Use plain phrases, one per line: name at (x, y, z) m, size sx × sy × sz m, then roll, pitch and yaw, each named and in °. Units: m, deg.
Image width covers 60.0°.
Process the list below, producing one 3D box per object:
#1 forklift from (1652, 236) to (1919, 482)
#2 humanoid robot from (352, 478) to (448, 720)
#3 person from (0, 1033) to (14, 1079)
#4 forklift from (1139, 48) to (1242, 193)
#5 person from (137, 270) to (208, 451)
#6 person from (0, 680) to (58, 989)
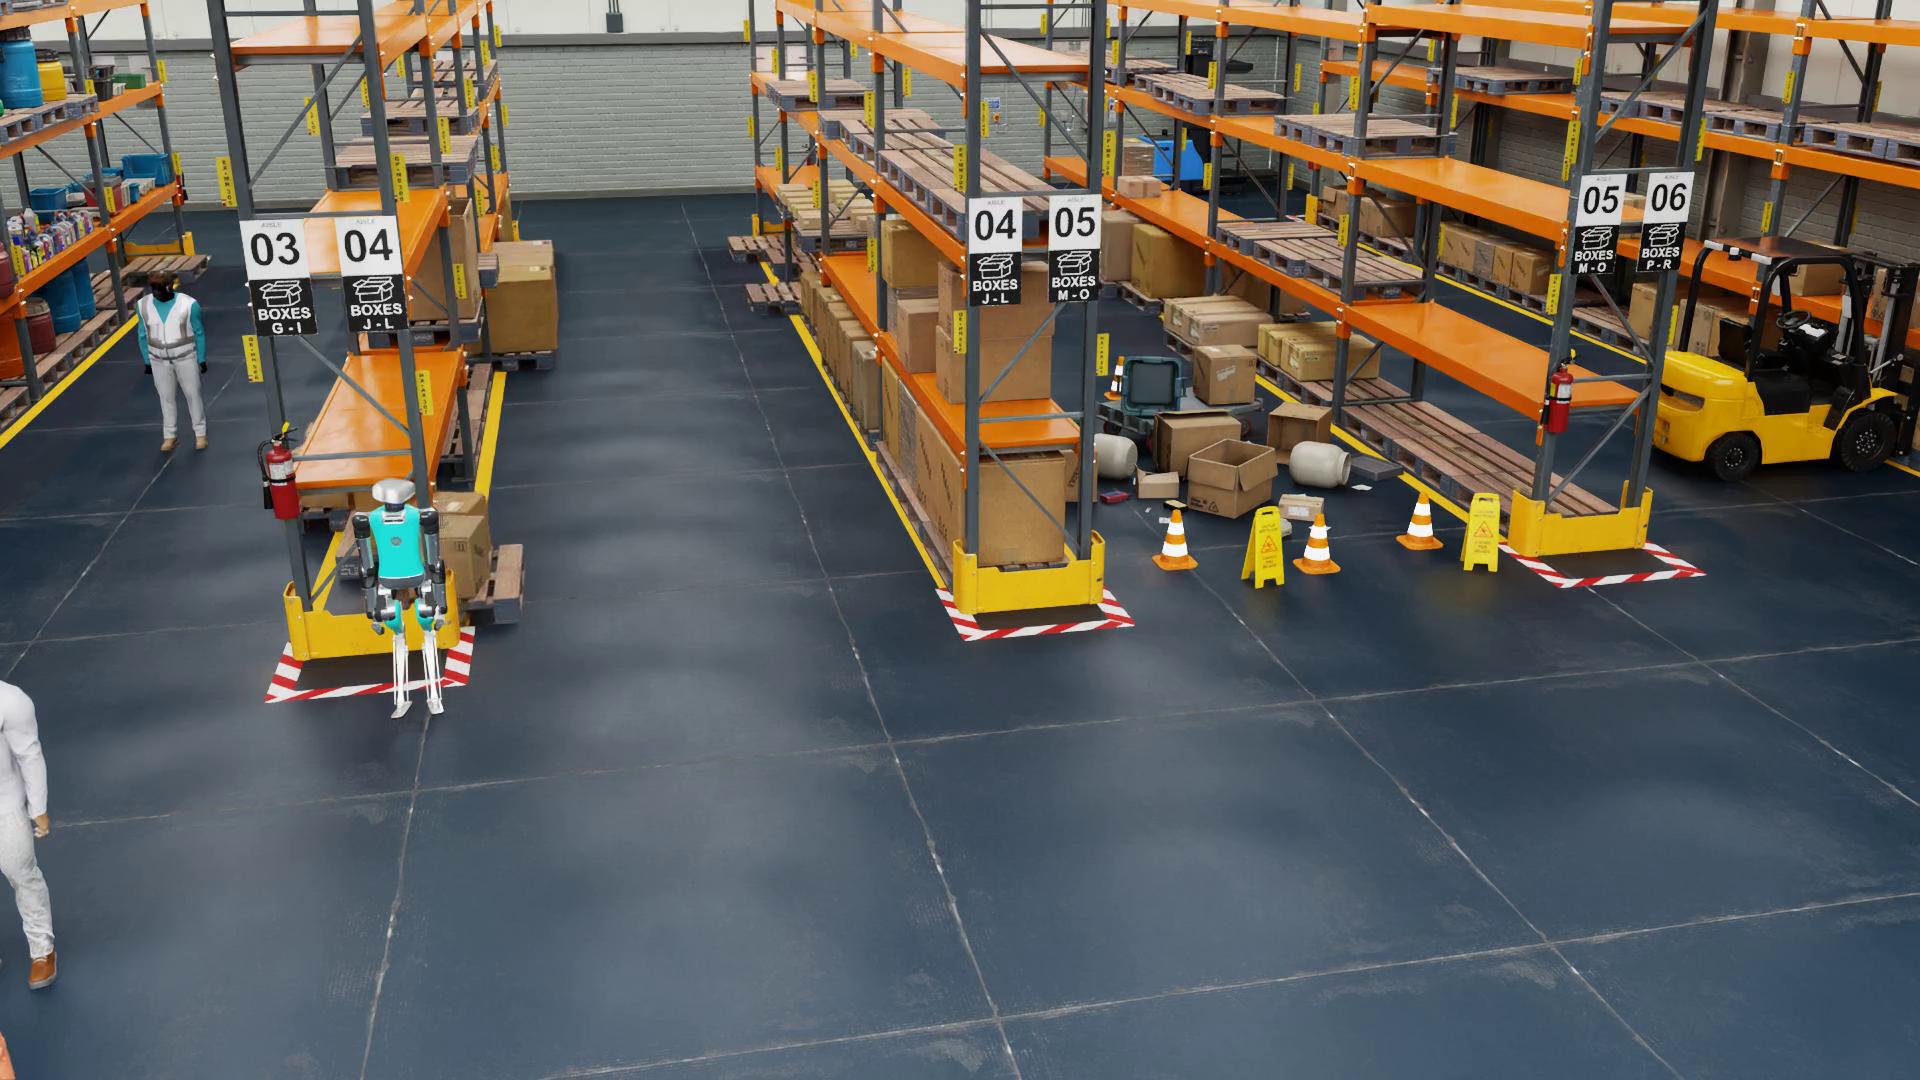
forklift at (8.013, -1.814, 16.330) m, size 2.313 × 2.155 × 1.214 m, roll -4°, pitch 21°, yaw -12°
humanoid robot at (-3.641, 0.341, 10.989) m, size 0.533 × 1.673 × 0.735 m, roll -4°, pitch 21°, yaw -12°
person at (-3.736, 2.134, 6.100) m, size 0.520 × 1.911 × 0.364 m, roll -4°, pitch 21°, yaw -10°
forklift at (4.566, -8.313, 32.860) m, size 1.873 × 2.768 × 1.129 m, roll -4°, pitch 21°, yaw -12°
person at (-7.957, -1.817, 16.845) m, size 0.619 × 1.840 × 0.431 m, roll -4°, pitch 21°, yaw -10°
person at (-4.825, 1.338, 8.205) m, size 0.627 × 1.940 × 0.375 m, roll -4°, pitch 21°, yaw -10°
